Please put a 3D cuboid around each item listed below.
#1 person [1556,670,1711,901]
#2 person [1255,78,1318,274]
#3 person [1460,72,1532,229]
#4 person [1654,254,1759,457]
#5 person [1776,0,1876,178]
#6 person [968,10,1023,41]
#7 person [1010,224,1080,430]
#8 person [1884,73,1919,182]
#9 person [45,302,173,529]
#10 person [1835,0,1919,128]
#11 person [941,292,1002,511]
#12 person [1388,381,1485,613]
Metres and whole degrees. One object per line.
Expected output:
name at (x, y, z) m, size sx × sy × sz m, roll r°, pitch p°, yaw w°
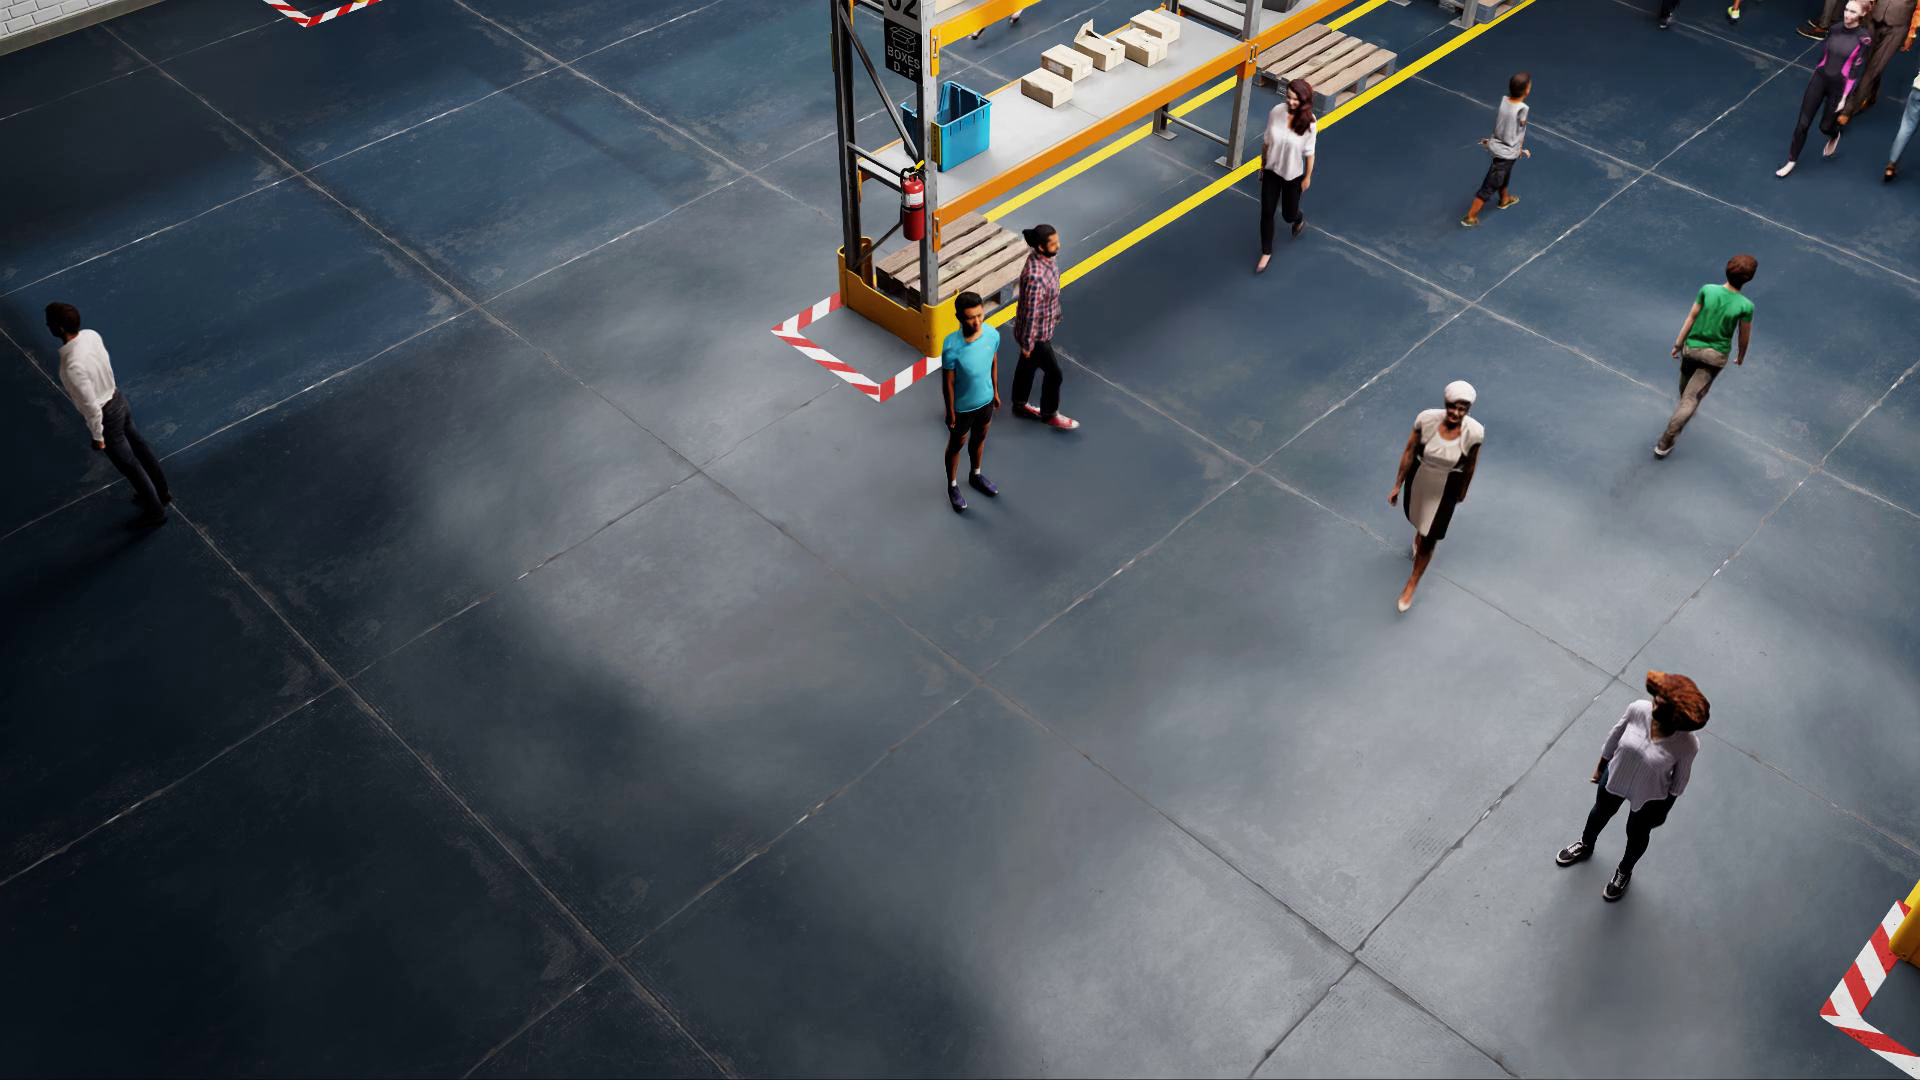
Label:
person at (3.825, 1.356, 9.354) m, size 0.599 × 1.711 × 0.657 m, roll -30°, pitch 51°, yaw -28°
person at (2.767, -3.101, 13.985) m, size 0.724 × 1.777 × 0.968 m, roll 25°, pitch 49°, yaw 24°
person at (4.746, -3.439, 14.598) m, size 1.044 × 1.419 × 0.694 m, roll -27°, pitch 50°, yaw -26°
person at (5.449, -1.321, 12.235) m, size 0.619 × 1.613 × 1.060 m, roll 31°, pitch 52°, yaw 29°
person at (7.937, -4.115, 15.085) m, size 0.912 × 1.728 × 0.610 m, roll -29°, pitch 51°, yaw -27°
person at (0.500, -6.071, 17.105) m, size 0.729 × 1.774 × 1.158 m, roll 28°, pitch 50°, yaw 26°
person at (0.508, -1.597, 12.428) m, size 0.987 × 1.747 × 0.925 m, roll 5°, pitch 44°, yaw 5°
person at (8.775, -4.005, 15.033) m, size 1.001 × 1.639 × 0.598 m, roll -34°, pitch 53°, yaw -30°
person at (-5.924, -0.877, 11.582) m, size 0.776 × 1.871 × 0.736 m, roll -3°, pitch 44°, yaw -3°
person at (8.851, -4.891, 15.802) m, size 1.206 × 1.863 × 0.797 m, roll -29°, pitch 51°, yaw -27°
person at (0.059, -1.005, 11.785) m, size 0.518 × 1.776 × 0.707 m, roll -26°, pitch 49°, yaw -24°
person at (3.196, -0.414, 11.211) m, size 0.813 × 1.712 × 1.137 m, roll 20°, pitch 47°, yaw 20°
